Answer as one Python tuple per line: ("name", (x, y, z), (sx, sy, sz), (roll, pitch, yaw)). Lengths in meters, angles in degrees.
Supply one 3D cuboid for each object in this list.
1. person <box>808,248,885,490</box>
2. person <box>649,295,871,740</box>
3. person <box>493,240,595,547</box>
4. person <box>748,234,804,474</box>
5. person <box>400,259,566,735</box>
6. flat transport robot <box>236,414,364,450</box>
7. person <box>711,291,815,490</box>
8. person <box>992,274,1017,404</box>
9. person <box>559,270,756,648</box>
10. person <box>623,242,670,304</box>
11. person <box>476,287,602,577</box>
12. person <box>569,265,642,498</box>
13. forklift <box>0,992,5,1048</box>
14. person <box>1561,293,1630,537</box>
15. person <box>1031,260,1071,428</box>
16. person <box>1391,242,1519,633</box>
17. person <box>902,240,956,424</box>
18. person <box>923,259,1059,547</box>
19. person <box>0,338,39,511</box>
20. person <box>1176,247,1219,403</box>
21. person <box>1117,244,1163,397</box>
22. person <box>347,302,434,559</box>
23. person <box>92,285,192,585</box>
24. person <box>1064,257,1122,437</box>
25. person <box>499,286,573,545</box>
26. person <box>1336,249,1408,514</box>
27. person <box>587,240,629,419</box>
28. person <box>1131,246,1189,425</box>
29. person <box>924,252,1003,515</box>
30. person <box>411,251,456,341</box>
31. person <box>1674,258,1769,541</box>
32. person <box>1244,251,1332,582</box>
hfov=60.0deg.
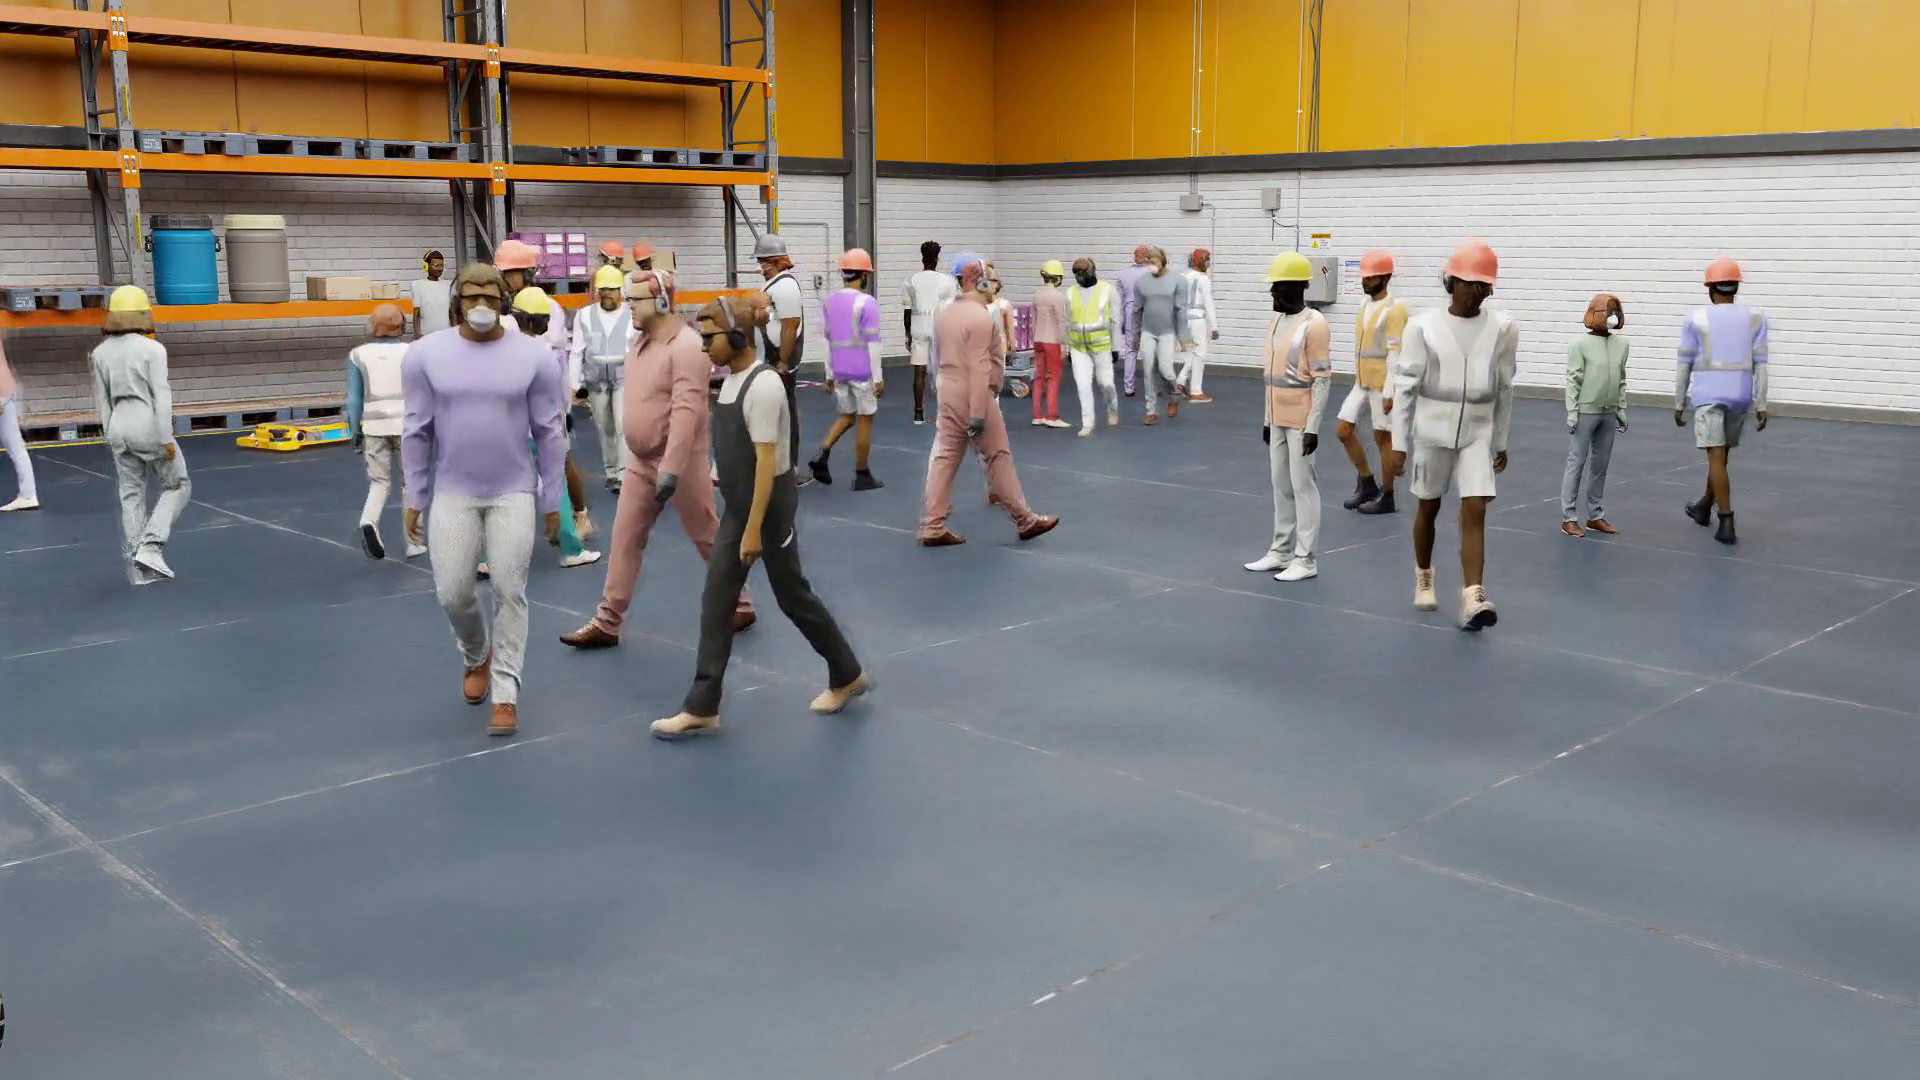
("person", (-0.864, -1.329, 13.111), (0.554, 1.921, 0.559), (10, 14, 42))
("person", (-0.796, -0.104, 6.816), (0.978, 1.788, 0.545), (-7, 13, -34))
("person", (-2.748, -0.890, 10.558), (0.613, 2.001, 1.067), (6, 12, 30))
("person", (-1.581, -1.537, 13.926), (0.536, 2.000, 0.688), (-3, 11, -15))
("person", (-1.939, -0.177, 6.820), (0.651, 1.929, 0.519), (-2, 11, -13))
("flat transport robot", (-6.194, -1.061, 16.157), (0.652, 0.197, 1.431), (7, 12, 33))
("person", (-1.583, -1.161, 13.142), (0.897, 1.575, 0.547), (-2, 11, -10))
("person", (0.335, -1.981, 17.491), (0.516, 1.624, 0.379), (5, 12, 26))
("person", (-1.456, -0.391, 8.206), (1.014, 1.856, 0.644), (-10, 14, -43))
("person", (-3.663, -2.533, 19.608), (0.654, 1.945, 0.538), (-7, 12, -32))
("person", (-2.600, -0.640, 9.911), (0.530, 1.722, 0.897), (6, 12, 31))
("person", (-2.719, -1.219, 12.884), (0.619, 1.783, 0.898), (0, 10, -1))
("forklift", (-3.245, 0.323, 3.363), (2.313, 2.155, 1.214), (2, 11, 13))
("person", (4.303, -0.843, 11.244), (0.500, 1.636, 0.281), (-4, 11, -22))
("person", (0.963, -2.069, 17.576), (0.325, 1.767, 0.532), (-7, 13, -35))
("person", (2.564, -0.532, 8.610), (0.650, 1.972, 1.079), (1, 10, 4))
("person", (-0.313, -2.212, 17.810), (0.605, 1.966, 0.367), (2, 10, 8))
("person", (0.171, -0.889, 10.873), (0.977, 1.858, 0.645), (-5, 12, -27))
("person", (-7.103, -1.045, 12.051), (0.662, 1.728, 0.548), (-4, 11, -21))
("person", (2.866, -2.586, 20.092), (0.393, 1.870, 0.589), (-4, 11, -19))
("person", (2.290, -2.738, 20.846), (0.642, 1.907, 0.410), (5, 12, 26))
("person", (-3.528, -0.649, 10.247), (0.522, 1.613, 0.628), (0, 10, -3))
("person", (-4.734, -0.603, 9.636), (0.496, 1.730, 0.366), (2, 11, 13))
("person", (1.371, -1.978, 16.997), (0.630, 1.810, 0.782), (4, 11, 23))
("person", (-2.773, -0.806, 10.546), (0.647, 1.818, 0.559), (-5, 11, -24))
("person", (2.985, -1.125, 12.001), (0.514, 1.918, 0.565), (-4, 11, -19))
("person", (-3.875, -2.304, 18.310), (0.496, 1.964, 0.626), (-5, 12, -27))
("person", (2.156, -2.183, 17.806), (0.663, 1.910, 0.534), (6, 12, 28))
("person", (0.039, -1.134, 12.116), (0.622, 1.903, 1.021), (6, 12, 31))
("person", (-5.632, -2.169, 17.878), (0.508, 1.860, 0.334), (-10, 14, -43))
("person", (5.132, -0.959, 11.244), (0.549, 1.872, 1.042), (1, 10, 6))
("person", (1.940, -0.719, 9.777), (0.388, 1.927, 0.589), (-3, 11, -18))
